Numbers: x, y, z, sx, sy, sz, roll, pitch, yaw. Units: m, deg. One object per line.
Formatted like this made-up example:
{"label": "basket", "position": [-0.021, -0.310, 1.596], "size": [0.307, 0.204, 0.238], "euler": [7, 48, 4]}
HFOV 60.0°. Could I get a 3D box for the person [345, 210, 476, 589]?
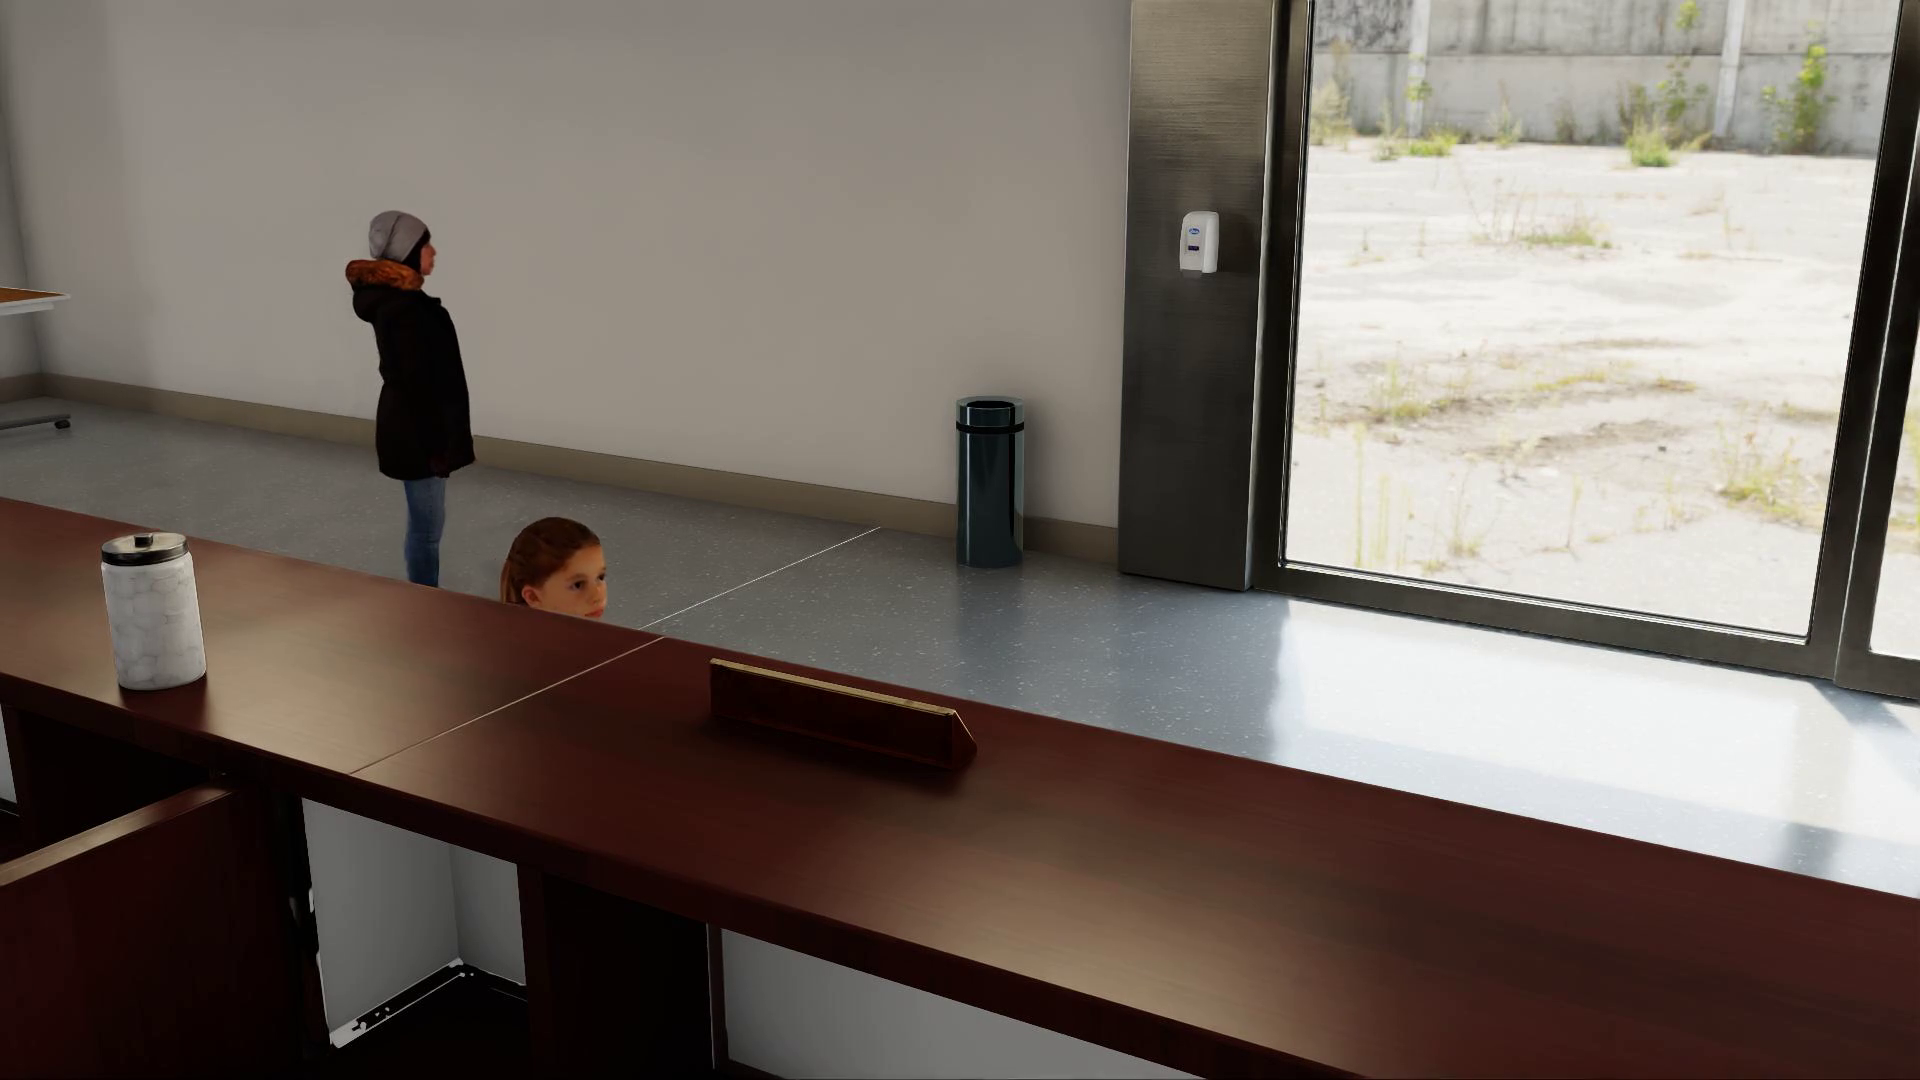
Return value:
{"label": "person", "position": [-1.989, -0.389, 6.113], "size": [0.795, 1.635, 0.749], "euler": [-6, 17, -21]}
